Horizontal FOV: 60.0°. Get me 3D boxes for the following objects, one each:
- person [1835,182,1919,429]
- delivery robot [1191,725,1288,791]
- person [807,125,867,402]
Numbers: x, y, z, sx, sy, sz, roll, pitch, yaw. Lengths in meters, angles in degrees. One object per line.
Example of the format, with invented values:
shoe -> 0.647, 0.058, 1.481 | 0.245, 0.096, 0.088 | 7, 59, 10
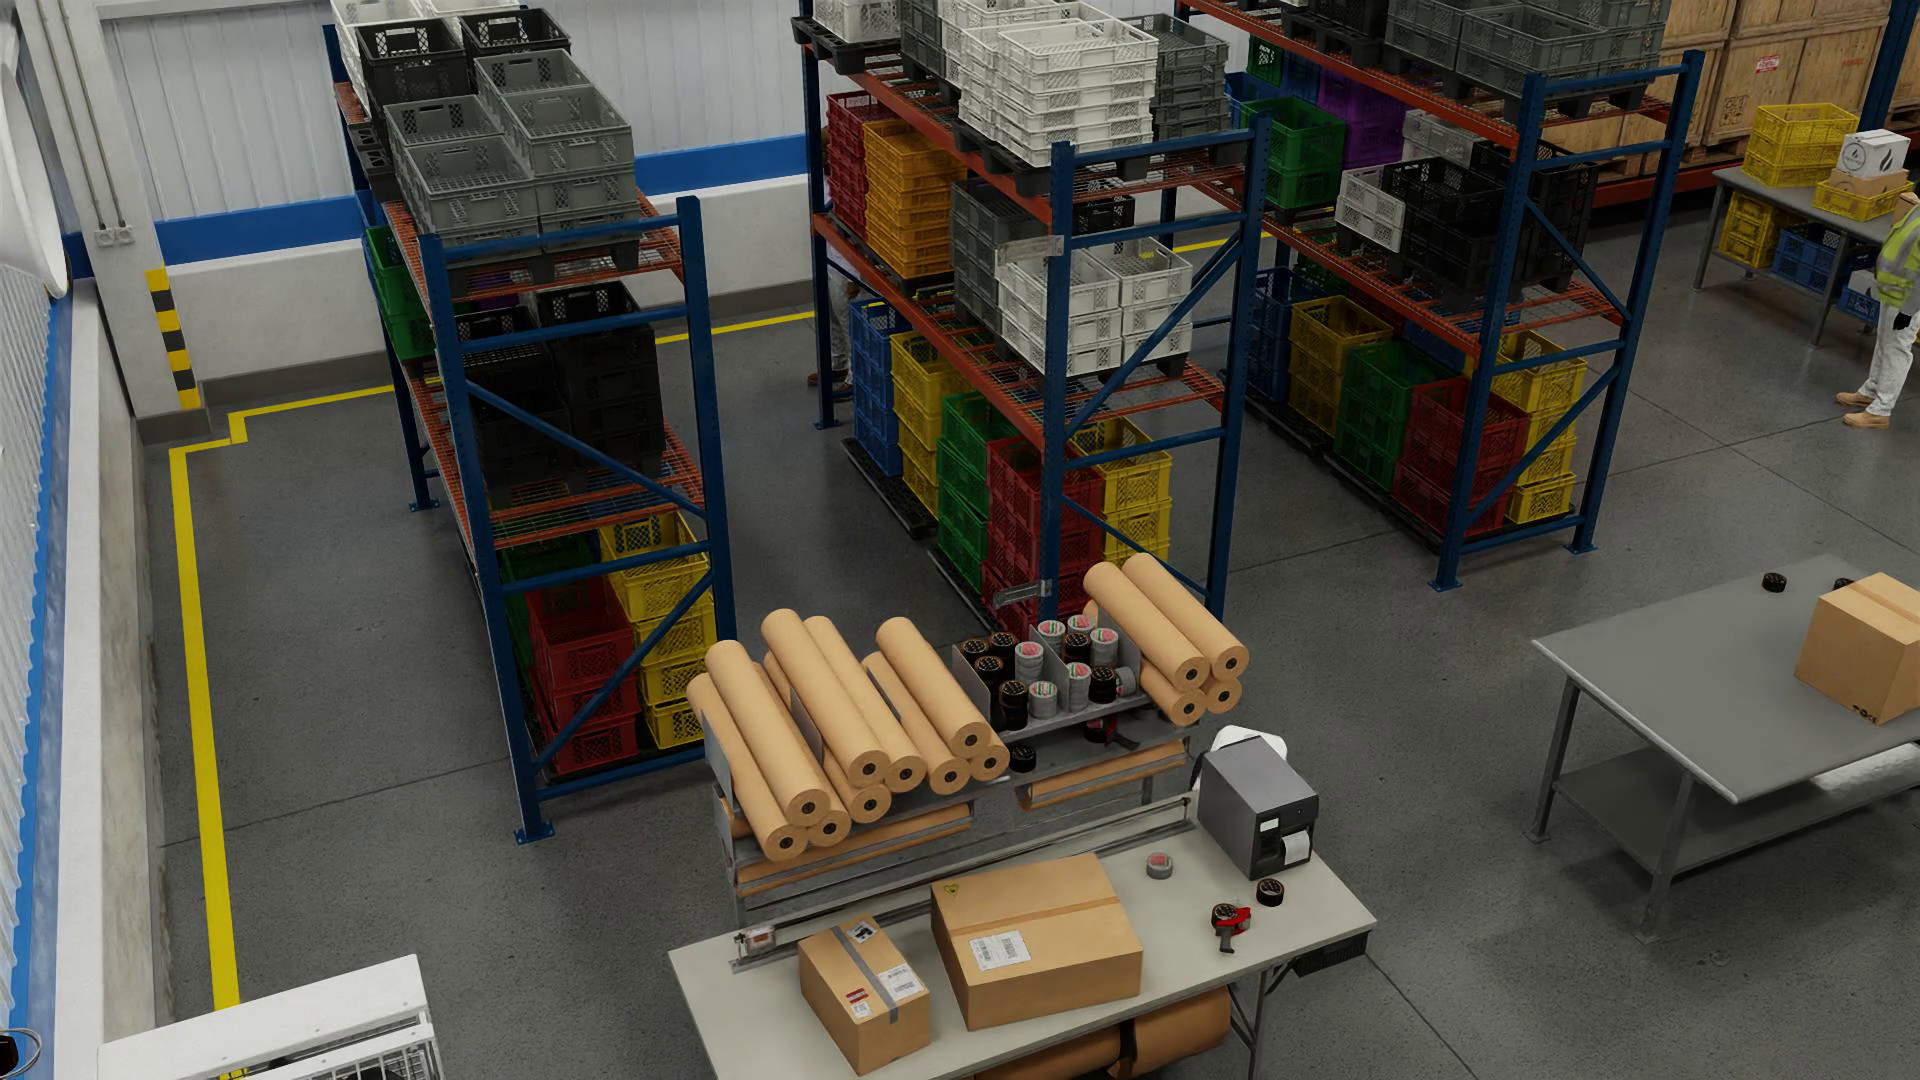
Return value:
person -> 6.308, -1.639, 11.120 | 0.429, 1.844, 0.627 | 10, 33, 15
delivery robot -> 1.273, 1.162, 7.703 | 0.477, 0.478, 0.707 | 13, 34, 20
person -> -0.851, -1.900, 11.452 | 0.357, 1.938, 0.638 | -18, 36, -26
